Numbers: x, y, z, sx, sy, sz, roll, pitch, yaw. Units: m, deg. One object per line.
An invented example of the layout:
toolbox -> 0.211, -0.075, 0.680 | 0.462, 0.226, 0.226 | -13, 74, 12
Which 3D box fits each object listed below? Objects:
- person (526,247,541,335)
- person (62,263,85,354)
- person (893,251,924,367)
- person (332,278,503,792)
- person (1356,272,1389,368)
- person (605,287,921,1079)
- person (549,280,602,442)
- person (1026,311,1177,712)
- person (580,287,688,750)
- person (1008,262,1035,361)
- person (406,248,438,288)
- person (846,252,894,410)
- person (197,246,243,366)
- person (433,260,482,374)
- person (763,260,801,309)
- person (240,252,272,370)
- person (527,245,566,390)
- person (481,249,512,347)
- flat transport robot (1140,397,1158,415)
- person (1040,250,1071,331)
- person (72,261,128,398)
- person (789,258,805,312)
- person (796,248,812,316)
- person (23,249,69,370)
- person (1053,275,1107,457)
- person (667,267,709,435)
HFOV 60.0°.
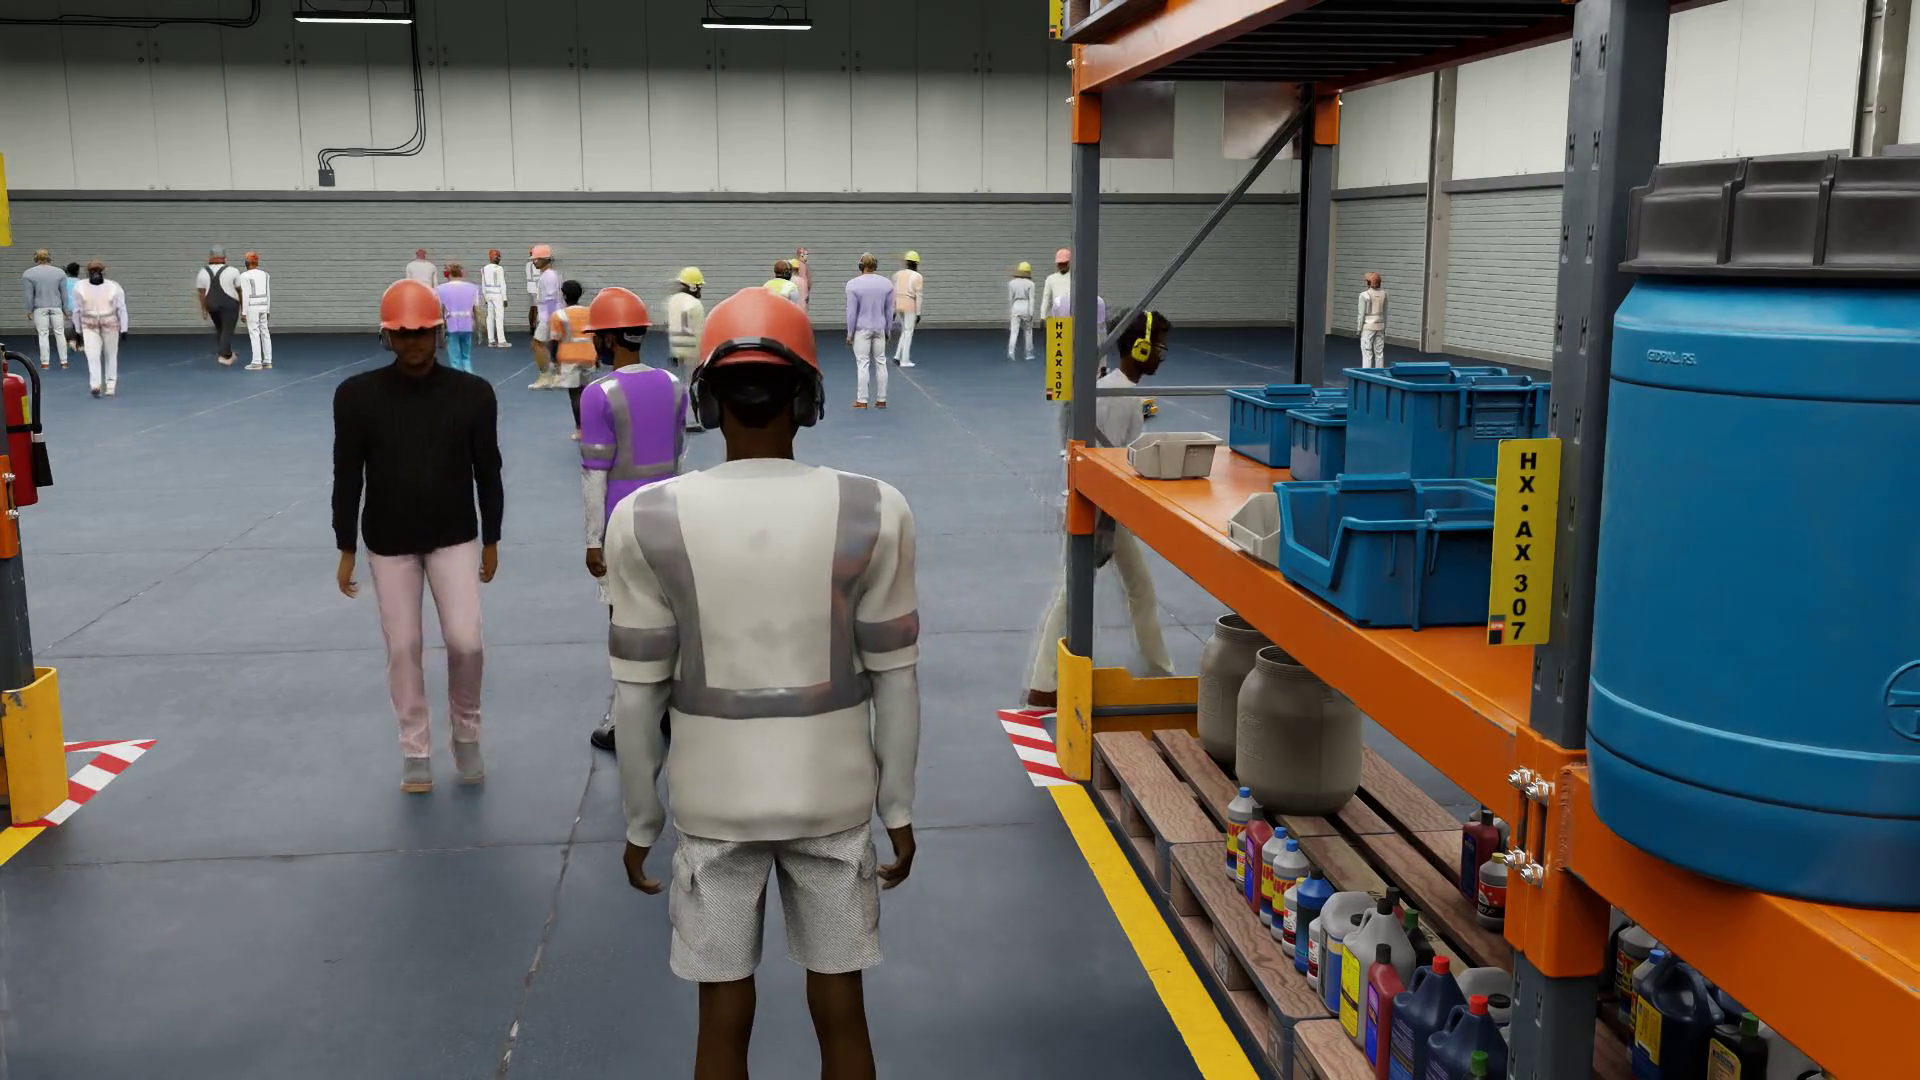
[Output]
person -> -9.153, -5.372, 35.933 | 0.375, 1.927, 0.543 | -7, 13, -35
person -> -16.282, -4.260, 30.570 | 0.539, 1.671, 0.798 | 0, 10, 2
person -> -0.850, -3.799, 27.429 | 0.602, 1.893, 0.540 | 8, 13, 38
person -> -2.059, 0.003, 6.348 | 0.628, 1.977, 0.465 | -3, 11, -16
person -> 5.821, -2.962, 23.498 | 0.510, 1.644, 0.308 | -5, 12, -27
person -> -0.383, 0.520, 3.345 | 0.605, 2.034, 0.389 | -1, 10, -7
person -> -4.051, -1.881, 17.447 | 0.553, 1.674, 0.562 | -8, 13, -38
person -> 0.721, -0.107, 7.381 | 0.909, 1.817, 0.562 | -2, 10, -9
person -> -1.374, -0.079, 6.934 | 0.385, 1.930, 0.540 | 8, 13, 36
person -> 1.056, -3.948, 28.728 | 0.487, 1.710, 0.822 | 4, 11, 20
person -> -11.352, -5.192, 35.052 | 0.670, 1.885, 0.582 | -6, 12, -30
person -> -1.125, -2.578, 20.586 | 0.630, 1.940, 0.372 | -5, 12, -28
person -> -12.267, -3.921, 27.670 | 0.685, 2.000, 1.031 | 0, 10, 2
person -> -6.421, -2.642, 21.218 | 0.601, 1.827, 0.490 | -8, 13, -37
person -> -2.264, -2.669, 21.373 | 0.627, 1.836, 0.430 | 8, 13, 38
person -> -11.368, -3.691, 26.838 | 0.349, 1.882, 0.584 | 4, 11, 19
person -> -5.838, -3.087, 23.169 | 0.689, 2.022, 0.613 | -2, 11, -11
person -> -9.012, -4.686, 32.281 | 0.573, 1.887, 0.355 | 6, 12, 30
flat transport robot -> 1.822, -1.536, 19.450 | 0.652, 0.197, 1.431 | 4, 11, 21
person -> 1.486, -3.252, 24.281 | 0.650, 1.935, 1.044 | 5, 11, 23
person -> -11.417, -2.786, 22.103 | 0.658, 1.795, 0.931 | -5, 11, -24
person -> -2.990, -4.114, 29.524 | 0.535, 1.756, 0.475 | 4, 11, 22
person -> -3.260, -5.095, 34.472 | 0.407, 1.906, 0.655 | -4, 11, -23
person -> -14.694, -3.708, 26.781 | 0.630, 1.940, 0.373 | -8, 13, -38
person -> 1.164, -1.745, 16.043 | 0.587, 1.930, 0.360 | 7, 13, 34
person -> -2.893, -2.032, 17.932 | 0.438, 1.809, 0.614 | -9, 14, -40
